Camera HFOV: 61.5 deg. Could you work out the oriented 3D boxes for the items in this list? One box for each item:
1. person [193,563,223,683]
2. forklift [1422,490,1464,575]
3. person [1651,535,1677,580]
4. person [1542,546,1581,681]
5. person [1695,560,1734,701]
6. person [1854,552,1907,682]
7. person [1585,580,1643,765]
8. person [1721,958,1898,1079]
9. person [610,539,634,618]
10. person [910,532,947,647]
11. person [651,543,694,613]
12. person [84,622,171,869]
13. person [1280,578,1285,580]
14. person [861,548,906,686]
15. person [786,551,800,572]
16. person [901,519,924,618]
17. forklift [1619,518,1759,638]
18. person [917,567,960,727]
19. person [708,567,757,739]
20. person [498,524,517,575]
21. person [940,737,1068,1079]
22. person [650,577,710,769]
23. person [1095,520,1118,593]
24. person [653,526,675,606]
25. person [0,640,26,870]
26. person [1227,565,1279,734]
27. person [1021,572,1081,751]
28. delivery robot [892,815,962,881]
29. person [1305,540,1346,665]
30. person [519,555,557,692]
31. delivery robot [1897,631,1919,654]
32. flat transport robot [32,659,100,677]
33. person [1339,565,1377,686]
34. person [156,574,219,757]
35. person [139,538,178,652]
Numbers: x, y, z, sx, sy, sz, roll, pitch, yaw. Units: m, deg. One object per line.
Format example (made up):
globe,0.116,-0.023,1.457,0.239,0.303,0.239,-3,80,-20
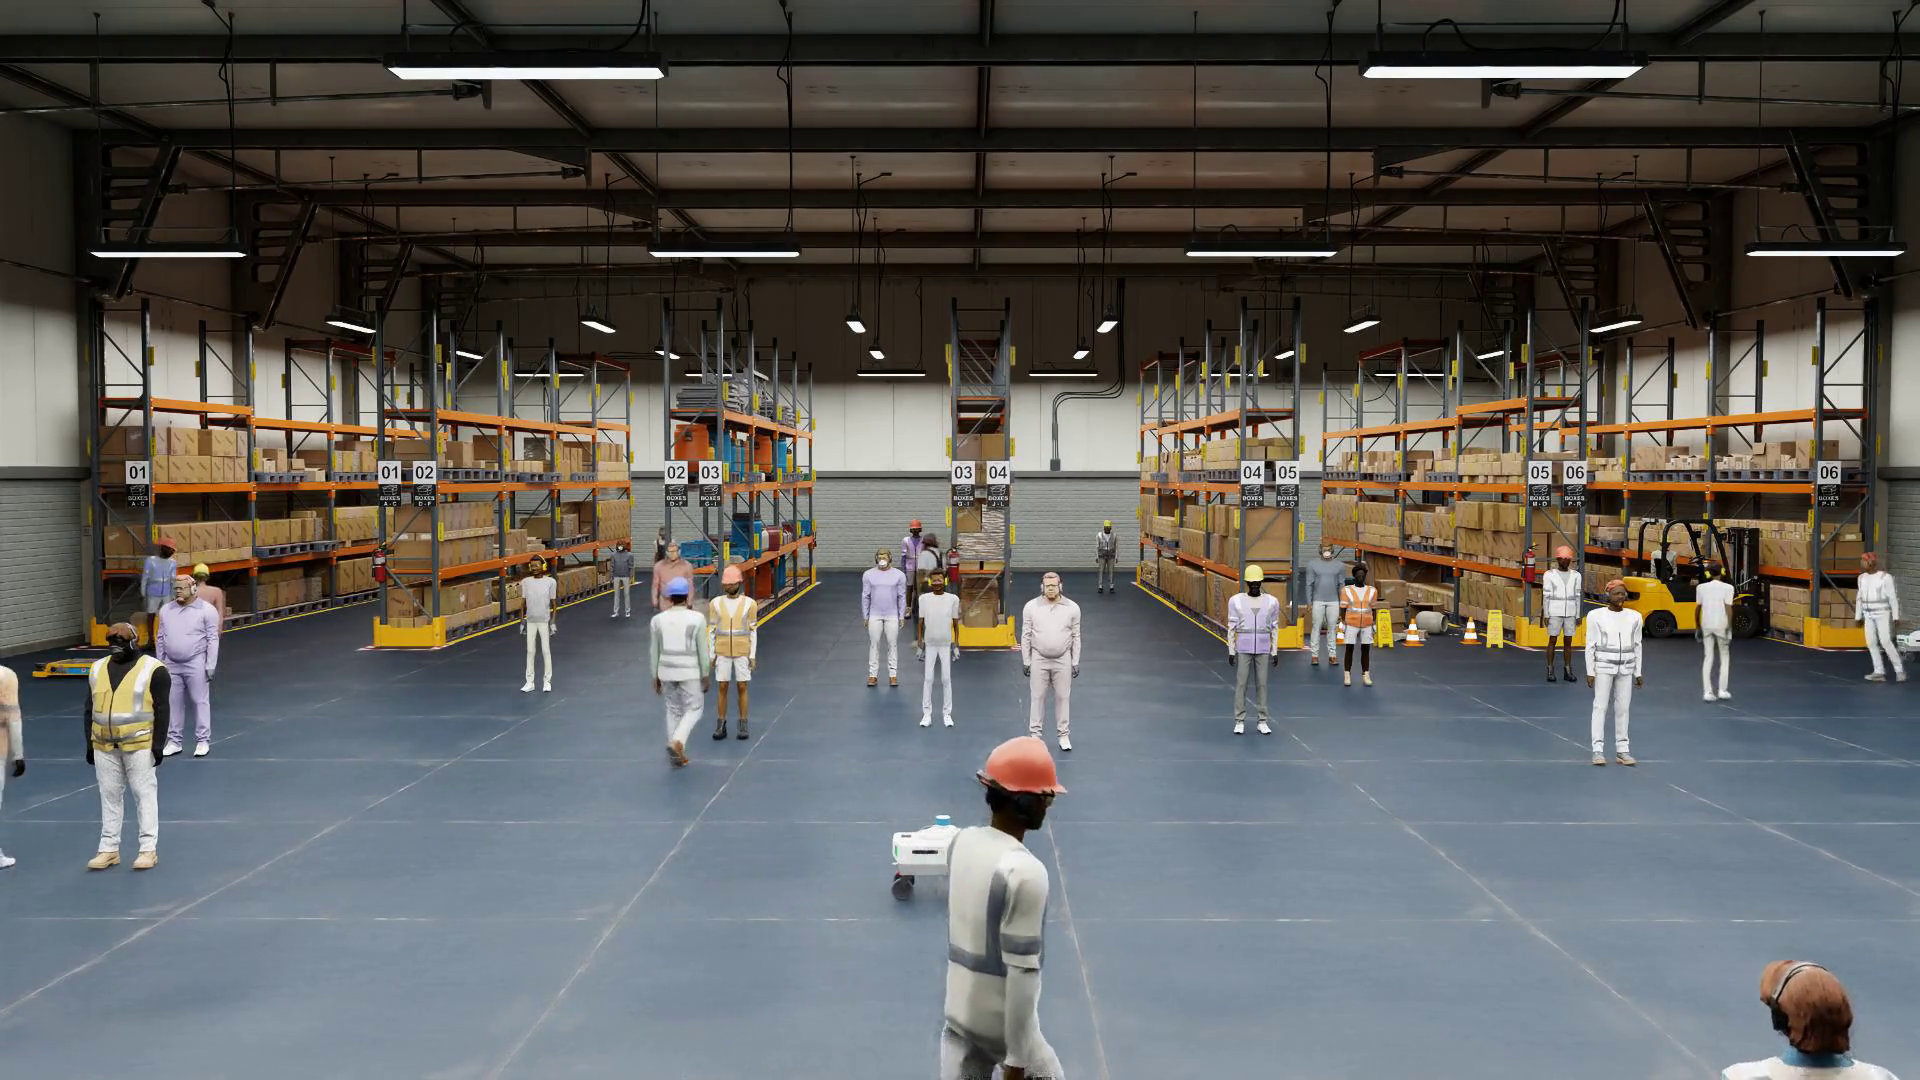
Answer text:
person,-10.332,1.190,22.029,0.530,1.754,0.431,-1,3,-29
forklift,13.926,-0.371,47.846,1.873,2.768,1.129,0,2,0
person,14.085,0.773,32.294,0.526,1.772,0.308,0,2,0
person,8.640,1.051,23.154,0.545,1.942,0.353,0,2,0
person,9.876,1.186,21.147,0.533,1.827,0.702,2,3,41
person,13.201,1.095,23.153,0.469,1.854,0.667,-1,2,-17
person,6.677,1.345,16.478,0.575,1.884,0.355,0,2,0
person,2.303,1.961,4.375,0.524,1.609,0.767,0,2,0
person,-7.022,0.792,33.507,0.500,1.633,0.279,0,2,0
person,-0.547,0.850,27.527,0.560,2.000,0.768,2,3,37
person,-4.559,0.987,25.540,0.657,1.885,0.690,0,2,-2
person,-6.275,1.539,12.132,0.625,1.844,0.429,0,2,0
person,8.969,0.218,45.525,0.636,1.840,0.431,0,2,1
person,-1.067,1.074,22.621,0.630,1.940,0.372,0,2,0
person,-4.779,0.367,44.768,0.903,1.581,0.508,-1,2,-21
person,-0.912,0.598,33.305,0.608,2.044,0.378,0,2,0
forklift,13.417,0.684,29.791,2.313,2.155,1.214,0,2,0
person,-0.255,1.255,18.992,0.515,1.867,0.328,0,2,0
person,-2.551,1.265,18.054,0.558,1.928,0.423,0,2,-1
person,-11.144,0.447,39.653,0.591,1.837,0.403,0,2,0
person,0.245,1.713,5.879,0.973,1.997,0.612,-2,3,-33
person,-2.807,1.335,16.069,0.621,1.934,0.602,1,2,14
person,3.697,0.408,40.642,0.591,1.837,0.403,0,2,0
person,-6.752,0.570,36.969,0.512,1.813,0.894,0,2,-5
person,-7.162,1.528,11.736,0.591,1.901,0.865,0,2,5
person,3.350,1.246,18.429,0.588,1.927,0.370,0,2,0
person,0.978,1.300,17.335,0.641,1.908,0.407,0,2,0
delivery robot,-0.121,2.179,11.324,0.707,0.478,0.477,0,2,0
person,5.698,0.973,25.164,0.630,1.940,0.372,0,2,0
person,-5.757,1.132,22.026,0.515,1.872,0.328,0,2,0
delivery robot,15.273,1.612,25.605,0.707,0.478,0.477,0,2,0
flat transport robot,-12.715,1.874,23.691,1.431,0.197,0.652,0,2,0
person,5.592,1.191,22.642,0.536,1.700,0.318,0,2,0
person,-8.134,1.315,16.959,0.641,1.908,0.407,0,2,0
person,-13.504,0.924,27.180,0.382,1.889,0.671,2,3,37
